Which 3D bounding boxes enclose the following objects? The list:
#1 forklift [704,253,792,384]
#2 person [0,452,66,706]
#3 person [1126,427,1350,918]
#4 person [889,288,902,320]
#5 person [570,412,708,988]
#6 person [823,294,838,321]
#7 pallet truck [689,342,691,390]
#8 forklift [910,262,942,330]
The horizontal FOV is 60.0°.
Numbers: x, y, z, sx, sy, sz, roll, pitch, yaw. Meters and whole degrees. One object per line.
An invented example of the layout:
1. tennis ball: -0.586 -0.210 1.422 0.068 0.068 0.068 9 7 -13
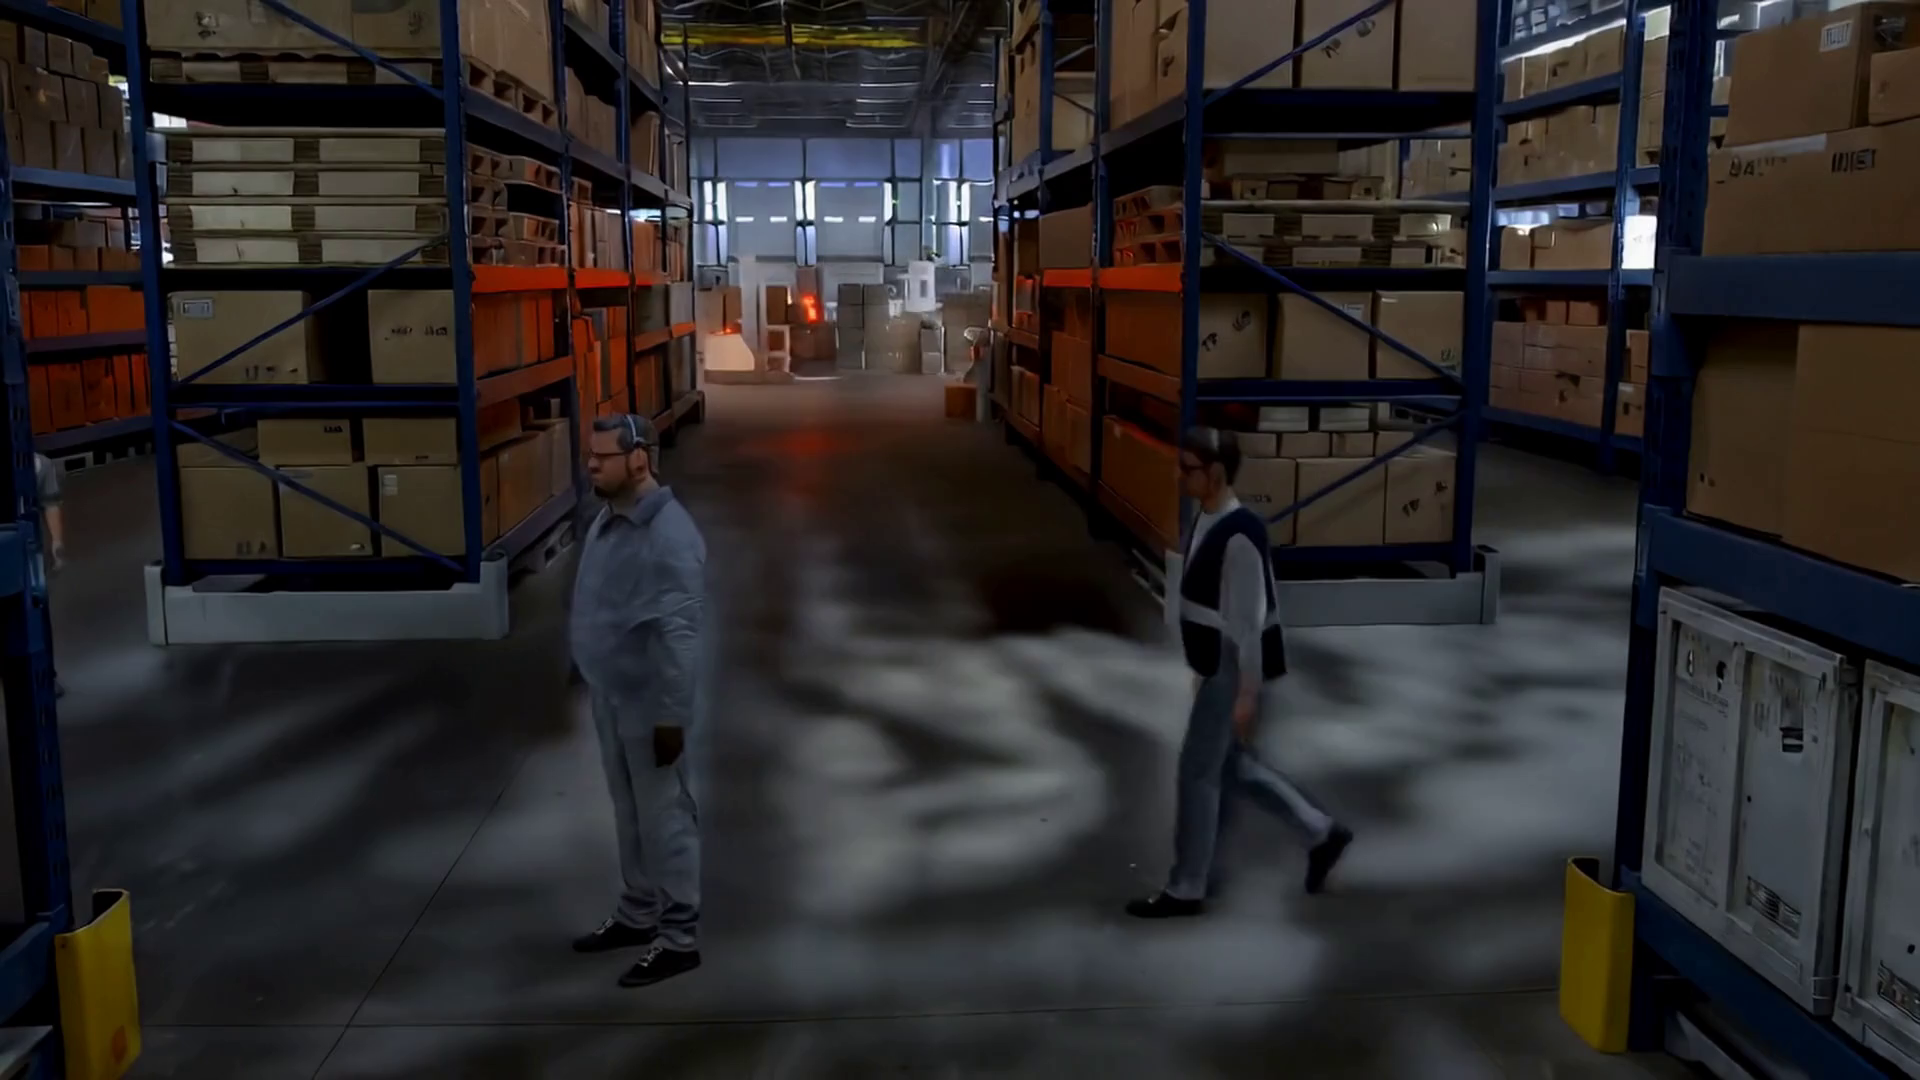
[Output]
1. forklift: -4.612 -4.820 36.097 1.873 2.768 1.129 -1 9 -5
2. person: -5.218 0.067 9.137 0.538 1.693 0.318 -4 10 -23
3. person: 1.046 0.490 6.101 0.800 1.820 0.572 -1 9 -3
4. person: -2.303 -7.824 57.957 0.639 1.927 0.387 3 10 19
5. person: -1.098 0.525 5.580 0.403 1.911 0.637 -6 11 -33
6. person: -4.494 -7.713 57.967 0.541 1.695 0.316 -4 10 -24
7. pallet truck: -5.225 -3.008 27.480 1.885 1.965 0.823 2 9 14
8. forklift: -1.289 -8.359 58.319 1.129 2.768 1.873 -9 12 -43
